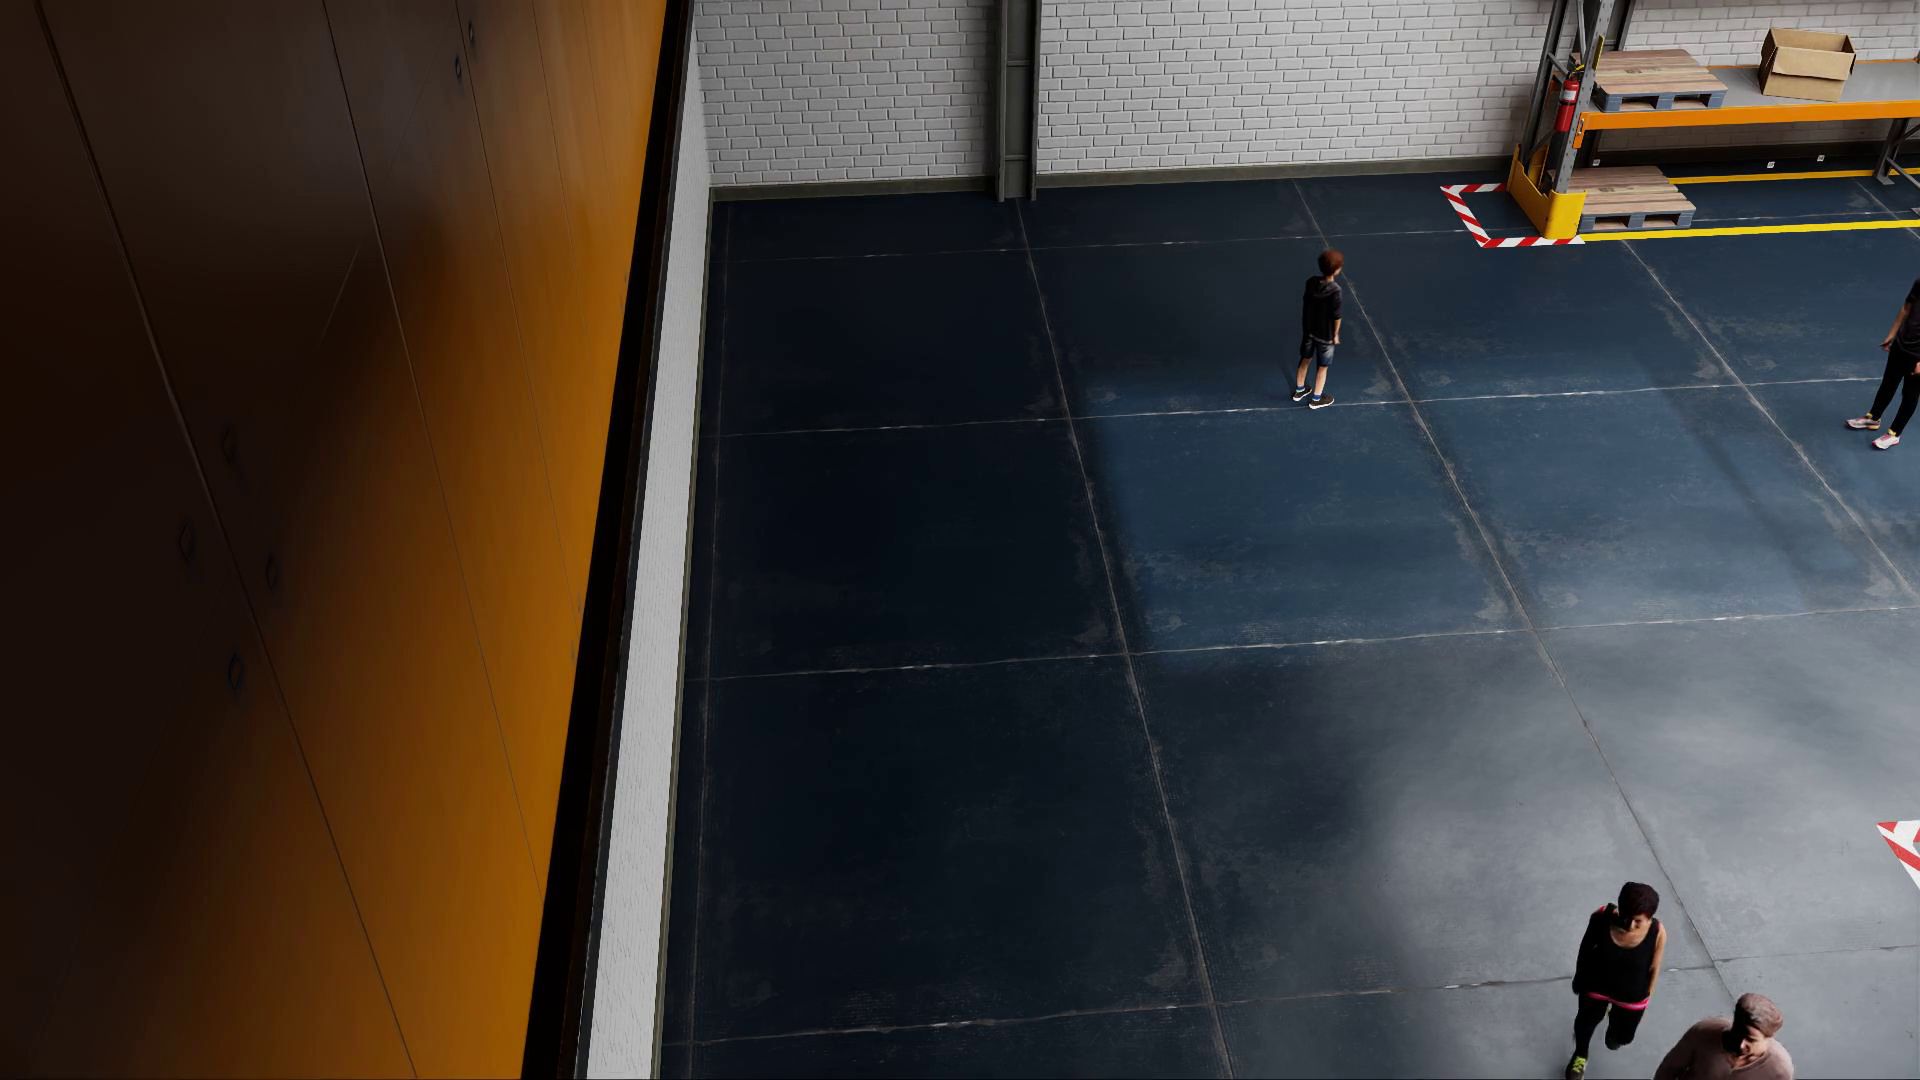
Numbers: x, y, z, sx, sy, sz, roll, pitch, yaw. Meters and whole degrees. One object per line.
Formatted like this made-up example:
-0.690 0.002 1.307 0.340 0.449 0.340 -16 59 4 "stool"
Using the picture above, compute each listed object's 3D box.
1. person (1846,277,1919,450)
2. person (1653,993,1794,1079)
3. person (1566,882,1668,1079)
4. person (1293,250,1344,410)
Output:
7.774 -1.571 13.527 0.608 1.764 0.668 -10 40 -12 "person"
3.664 2.733 8.086 1.208 1.828 1.252 26 45 29 "person"
3.503 2.295 8.868 0.759 1.537 0.804 15 41 18 "person"
3.043 -1.789 14.052 0.667 1.451 0.626 -28 47 -31 "person"
